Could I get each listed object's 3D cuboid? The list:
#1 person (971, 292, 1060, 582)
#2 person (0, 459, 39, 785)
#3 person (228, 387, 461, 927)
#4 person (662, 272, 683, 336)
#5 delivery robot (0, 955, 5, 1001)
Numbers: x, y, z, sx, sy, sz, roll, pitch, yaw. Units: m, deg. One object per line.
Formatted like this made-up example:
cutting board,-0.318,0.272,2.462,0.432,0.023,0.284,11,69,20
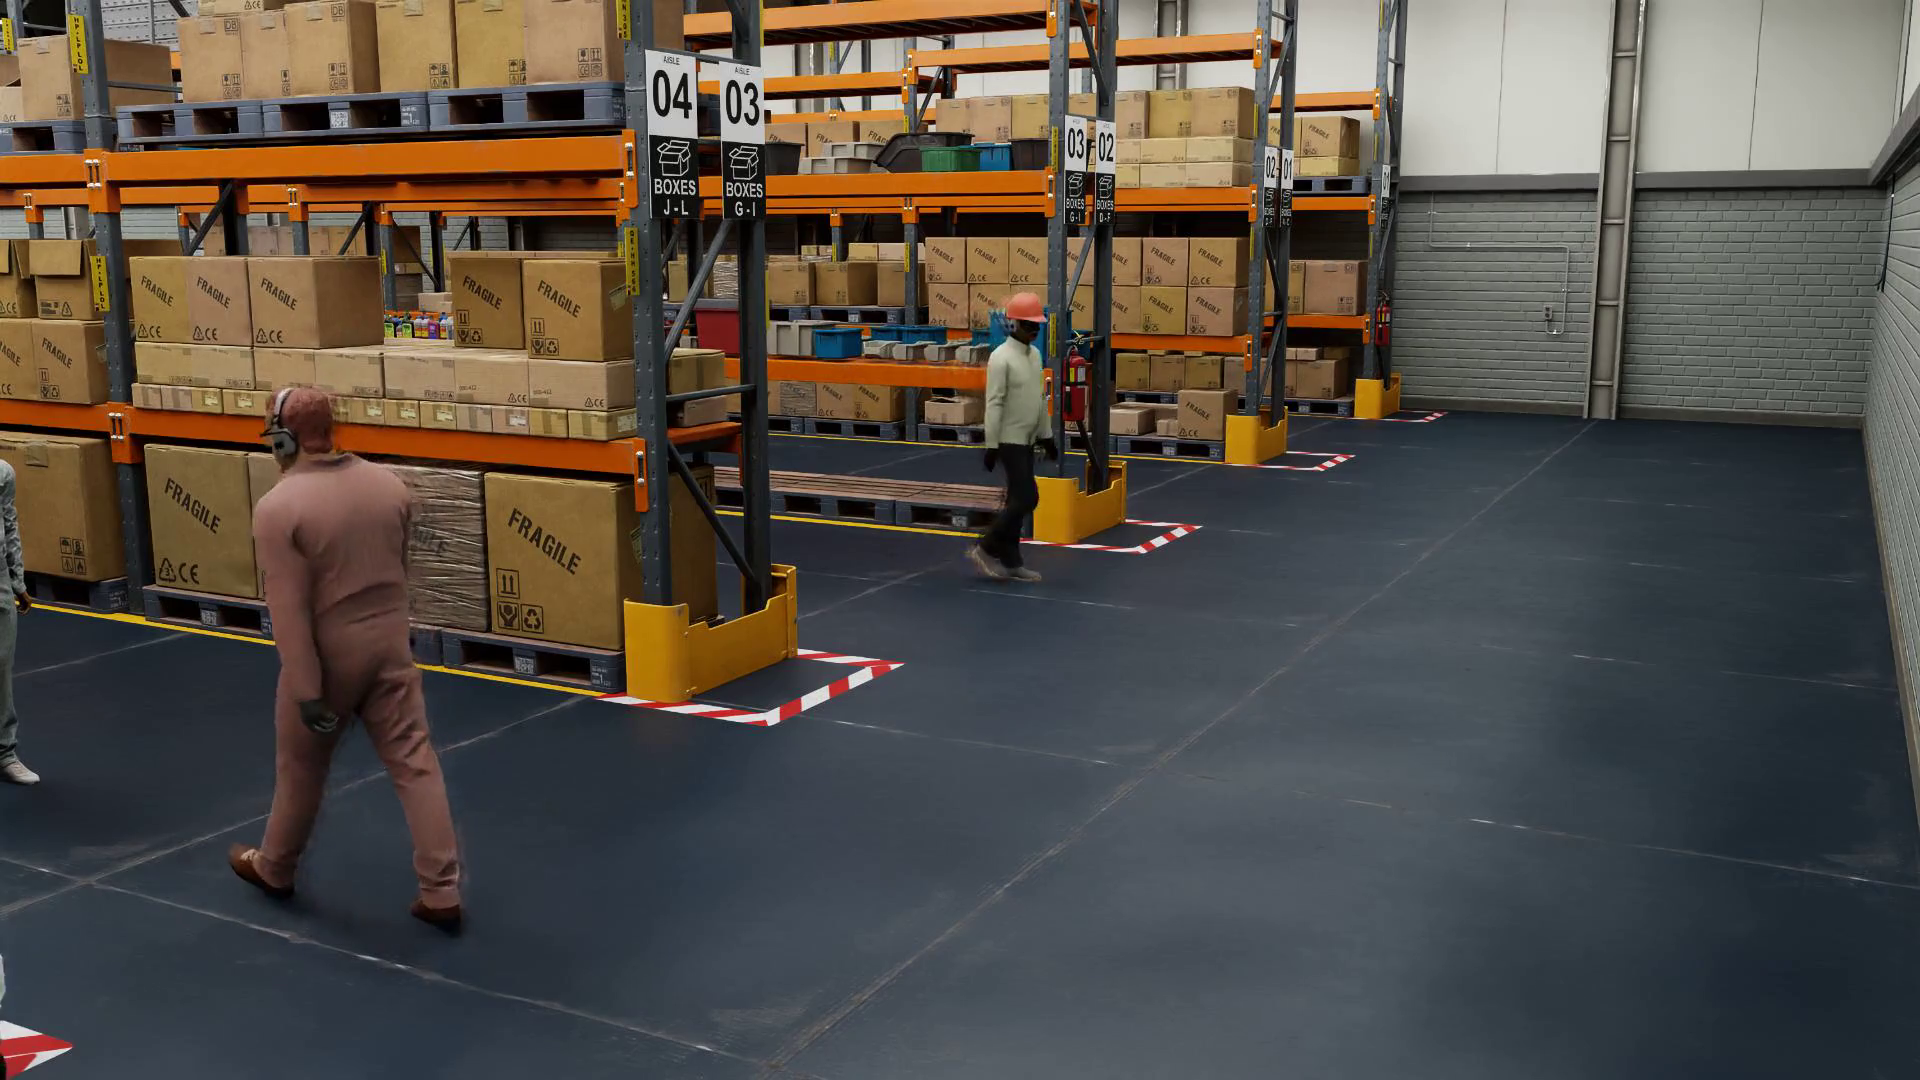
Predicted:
person,0.414,-0.676,11.225,0.444,1.972,0.612,4,11,23
person,-4.145,0.220,6.959,0.317,1.741,0.493,7,13,34
person,-2.126,0.399,5.698,1.048,1.839,0.685,7,12,32
person,-3.867,-2.662,22.345,0.769,1.863,0.577,4,11,22
delivery robot,-2.920,1.245,4.356,0.707,0.478,0.477,-10,14,-43
